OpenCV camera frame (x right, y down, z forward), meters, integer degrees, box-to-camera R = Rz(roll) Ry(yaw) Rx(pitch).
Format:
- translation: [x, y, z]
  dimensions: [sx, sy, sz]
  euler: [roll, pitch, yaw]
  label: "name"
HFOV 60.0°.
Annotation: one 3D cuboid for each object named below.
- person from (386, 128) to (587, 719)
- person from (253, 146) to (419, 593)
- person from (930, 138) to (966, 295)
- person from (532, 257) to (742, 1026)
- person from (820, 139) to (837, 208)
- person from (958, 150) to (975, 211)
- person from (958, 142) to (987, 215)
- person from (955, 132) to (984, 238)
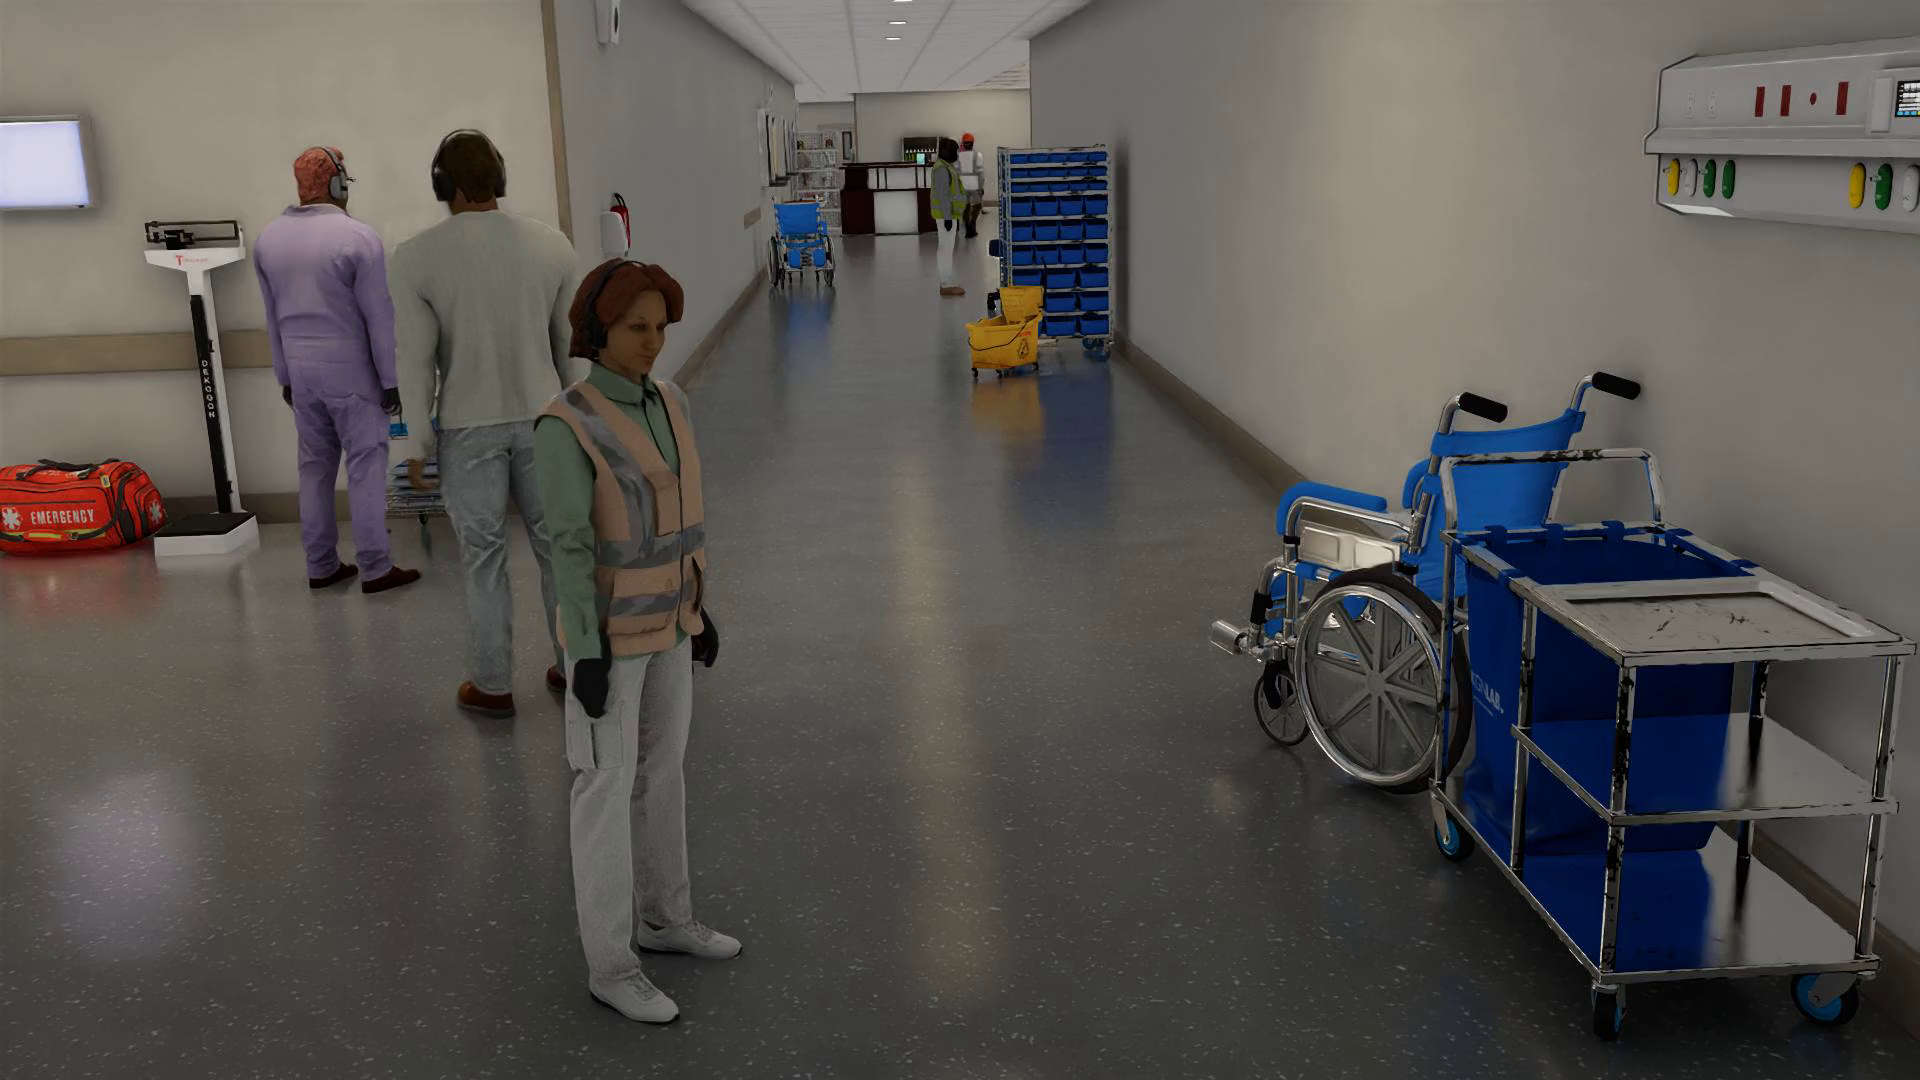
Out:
- translation: [-1.527, -0.370, 5.509]
  dimensions: [0.629, 1.936, 0.364]
  euler: [-10, 16, -31]
  label: "person"
- translation: [-2.655, -0.718, 7.155]
  dimensions: [0.648, 1.900, 0.398]
  euler: [4, 15, 21]
  label: "person"
- translation: [-0.134, -3.848, 19.847]
  dimensions: [0.429, 1.838, 0.622]
  euler: [-2, 14, 0]
  label: "person"
- translation: [-0.705, 0.214, 3.627]
  dimensions: [0.312, 1.638, 0.512]
  euler: [4, 15, 21]
  label: "person"
- translation: [-3.450, -9.718, 44.283]
  dimensions: [0.568, 1.878, 0.351]
  euler: [-14, 18, -40]
  label: "person"
- translation: [0.193, -9.248, 41.786]
  dimensions: [0.372, 1.935, 0.551]
  euler: [-9, 16, -29]
  label: "person"
- translation: [0.255, -8.548, 39.386]
  dimensions: [0.687, 1.703, 0.408]
  euler: [2, 14, 14]
  label: "person"
- translation: [0.187, -6.520, 30.612]
  dimensions: [0.561, 1.918, 0.402]
  euler: [4, 15, 22]
  label: "person"
